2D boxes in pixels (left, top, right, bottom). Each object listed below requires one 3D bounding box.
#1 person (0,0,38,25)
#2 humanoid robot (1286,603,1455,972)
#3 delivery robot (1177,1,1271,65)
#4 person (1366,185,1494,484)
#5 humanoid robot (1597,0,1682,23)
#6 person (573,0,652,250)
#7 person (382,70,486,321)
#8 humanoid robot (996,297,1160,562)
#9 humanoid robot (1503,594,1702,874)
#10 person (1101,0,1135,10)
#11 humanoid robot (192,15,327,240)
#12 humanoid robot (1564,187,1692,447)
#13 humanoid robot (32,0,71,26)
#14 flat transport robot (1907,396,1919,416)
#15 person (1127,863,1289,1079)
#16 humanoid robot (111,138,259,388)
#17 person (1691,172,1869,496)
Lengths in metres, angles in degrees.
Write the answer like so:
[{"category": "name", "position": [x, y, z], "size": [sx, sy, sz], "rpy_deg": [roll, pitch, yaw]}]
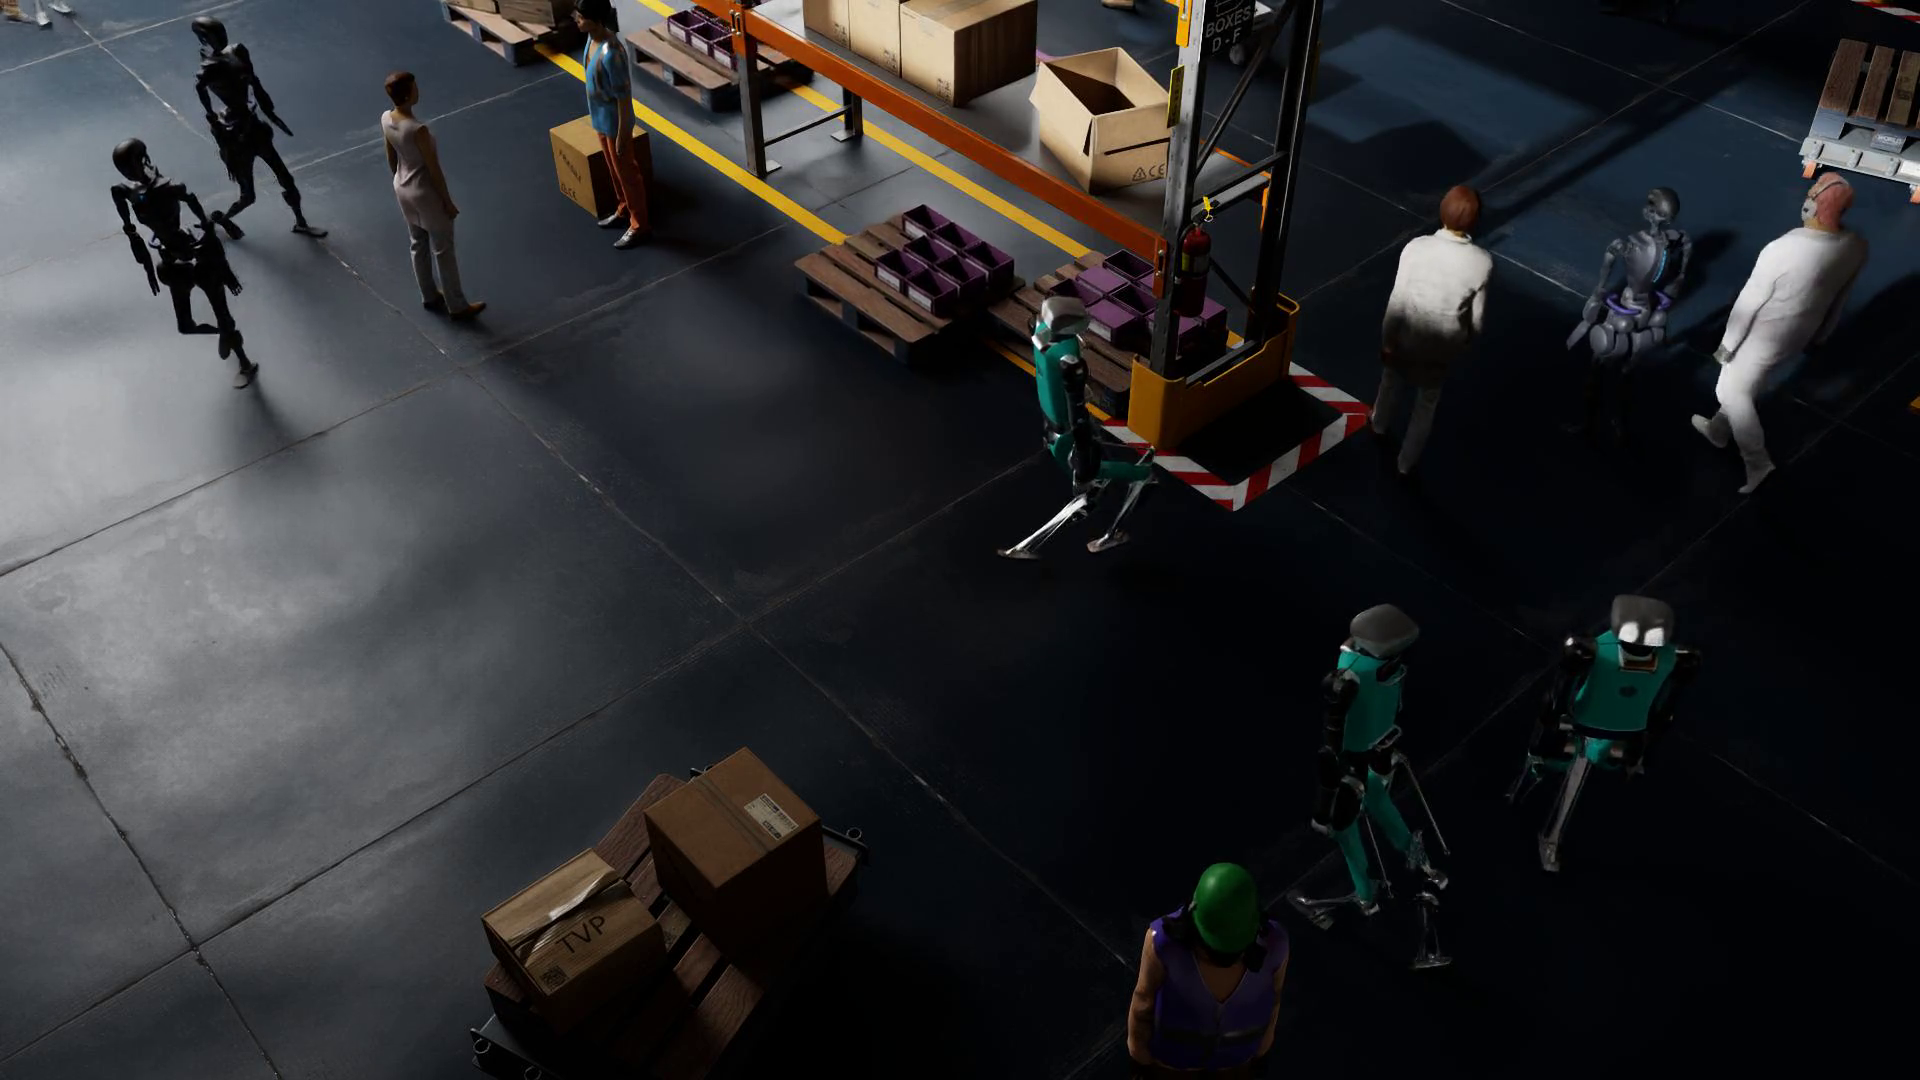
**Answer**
[{"category": "person", "position": [-8.043, -4.985, 13.423], "size": [0.519, 1.738, 0.589], "rpy_deg": [6, 43, 6]}, {"category": "humanoid robot", "position": [1.844, 1.146, 6.792], "size": [0.577, 1.791, 0.937], "rpy_deg": [-34, 52, -31]}, {"category": "delivery robot", "position": [2.174, -4.261, 13.519], "size": [0.499, 0.595, 0.783], "rpy_deg": [-24, 48, -24]}, {"category": "person", "position": [2.612, -1.195, 9.251], "size": [0.545, 1.814, 0.709], "rpy_deg": [7, 43, 8]}, {"category": "humanoid robot", "position": [5.724, -5.039, 13.547], "size": [0.619, 1.629, 0.608], "rpy_deg": [8, 43, 9]}, {"category": "person", "position": [-2.311, -2.776, 11.007], "size": [0.318, 1.765, 0.504], "rpy_deg": [-20, 46, -20]}, {"category": "person", "position": [-3.348, -2.145, 10.397], "size": [0.453, 1.659, 0.274], "rpy_deg": [25, 48, 25]}, {"category": "humanoid robot", "position": [0.678, -0.518, 8.574], "size": [0.993, 1.745, 0.551], "rpy_deg": [-14, 44, -14]}, {"category": "humanoid robot", "position": [2.697, 0.784, 7.231], "size": [0.543, 1.887, 0.790], "rpy_deg": [6, 43, 6]}, {"category": "person", "position": [1.401, -5.304, 13.699], "size": [0.344, 1.846, 0.507], "rpy_deg": [15, 45, 16]}, {"category": "humanoid robot", "position": [-4.782, -2.726, 11.044], "size": [0.717, 1.635, 0.600], "rpy_deg": [11, 44, 11]}, {"category": "humanoid robot", "position": [3.773, -1.240, 9.414], "size": [0.589, 1.651, 0.317], "rpy_deg": [-10, 44, -11]}, {"category": "humanoid robot", "position": [-7.584, -4.998, 13.420], "size": [0.697, 1.763, 0.545], "rpy_deg": [25, 48, 25]}, {"category": "flat transport robot", "position": [6.467, -0.989, 10.171], "size": [1.431, 0.231, 0.659], "rpy_deg": [-31, 51, -29]}, {"category": "person", "position": [0.857, 1.769, 5.943], "size": [0.533, 1.931, 0.409], "rpy_deg": [-3, 43, -3]}, {"category": "humanoid robot", "position": [-4.570, -1.679, 9.887], "size": [0.609, 1.635, 0.417], "rpy_deg": [3, 43, 4]}, {"category": "person", "position": [4.502, -1.124, 9.128], "size": [0.653, 1.879, 0.777], "rpy_deg": [-12, 44, -12]}]
